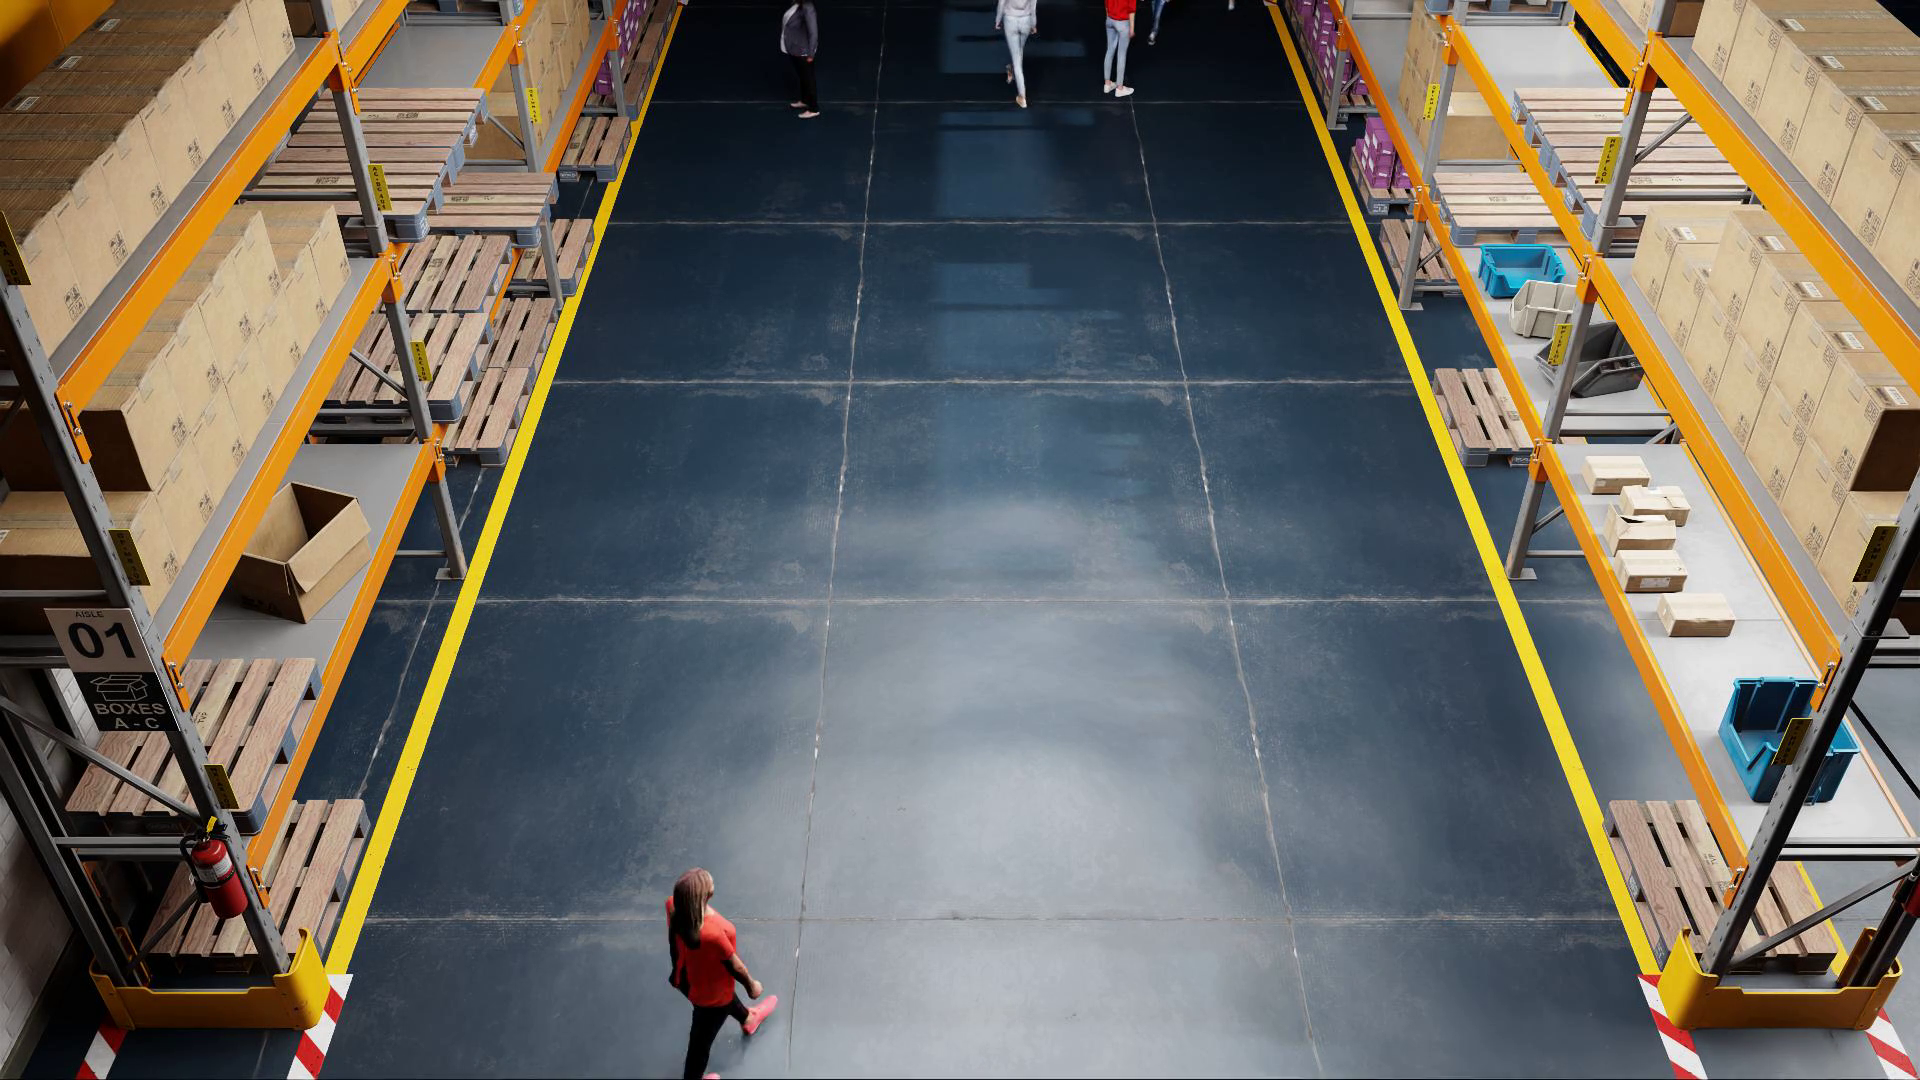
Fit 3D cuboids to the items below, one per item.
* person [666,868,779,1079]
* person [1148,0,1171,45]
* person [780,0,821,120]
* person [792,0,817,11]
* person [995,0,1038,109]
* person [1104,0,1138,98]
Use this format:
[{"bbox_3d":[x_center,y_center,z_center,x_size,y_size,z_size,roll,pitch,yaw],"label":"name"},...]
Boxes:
[{"bbox_3d":[-1.412,2.409,8.775,1.056,1.658,1.027,-28,46,-31],"label":"person"},{"bbox_3d":[2.483,-6.856,20.745,0.732,1.197,0.912,15,41,18],"label":"person"},{"bbox_3d":[-1.774,-5.586,18.835,0.814,1.597,0.698,-11,40,-14],"label":"person"},{"bbox_3d":[-2.019,-7.273,20.801,0.712,1.779,0.639,-13,40,-15],"label":"person"},{"bbox_3d":[0.674,-5.812,18.992,0.788,1.753,1.165,-8,39,-10],"label":"person"},{"bbox_3d":[1.839,-5.999,19.264,0.740,1.707,0.665,-29,47,-31],"label":"person"}]
